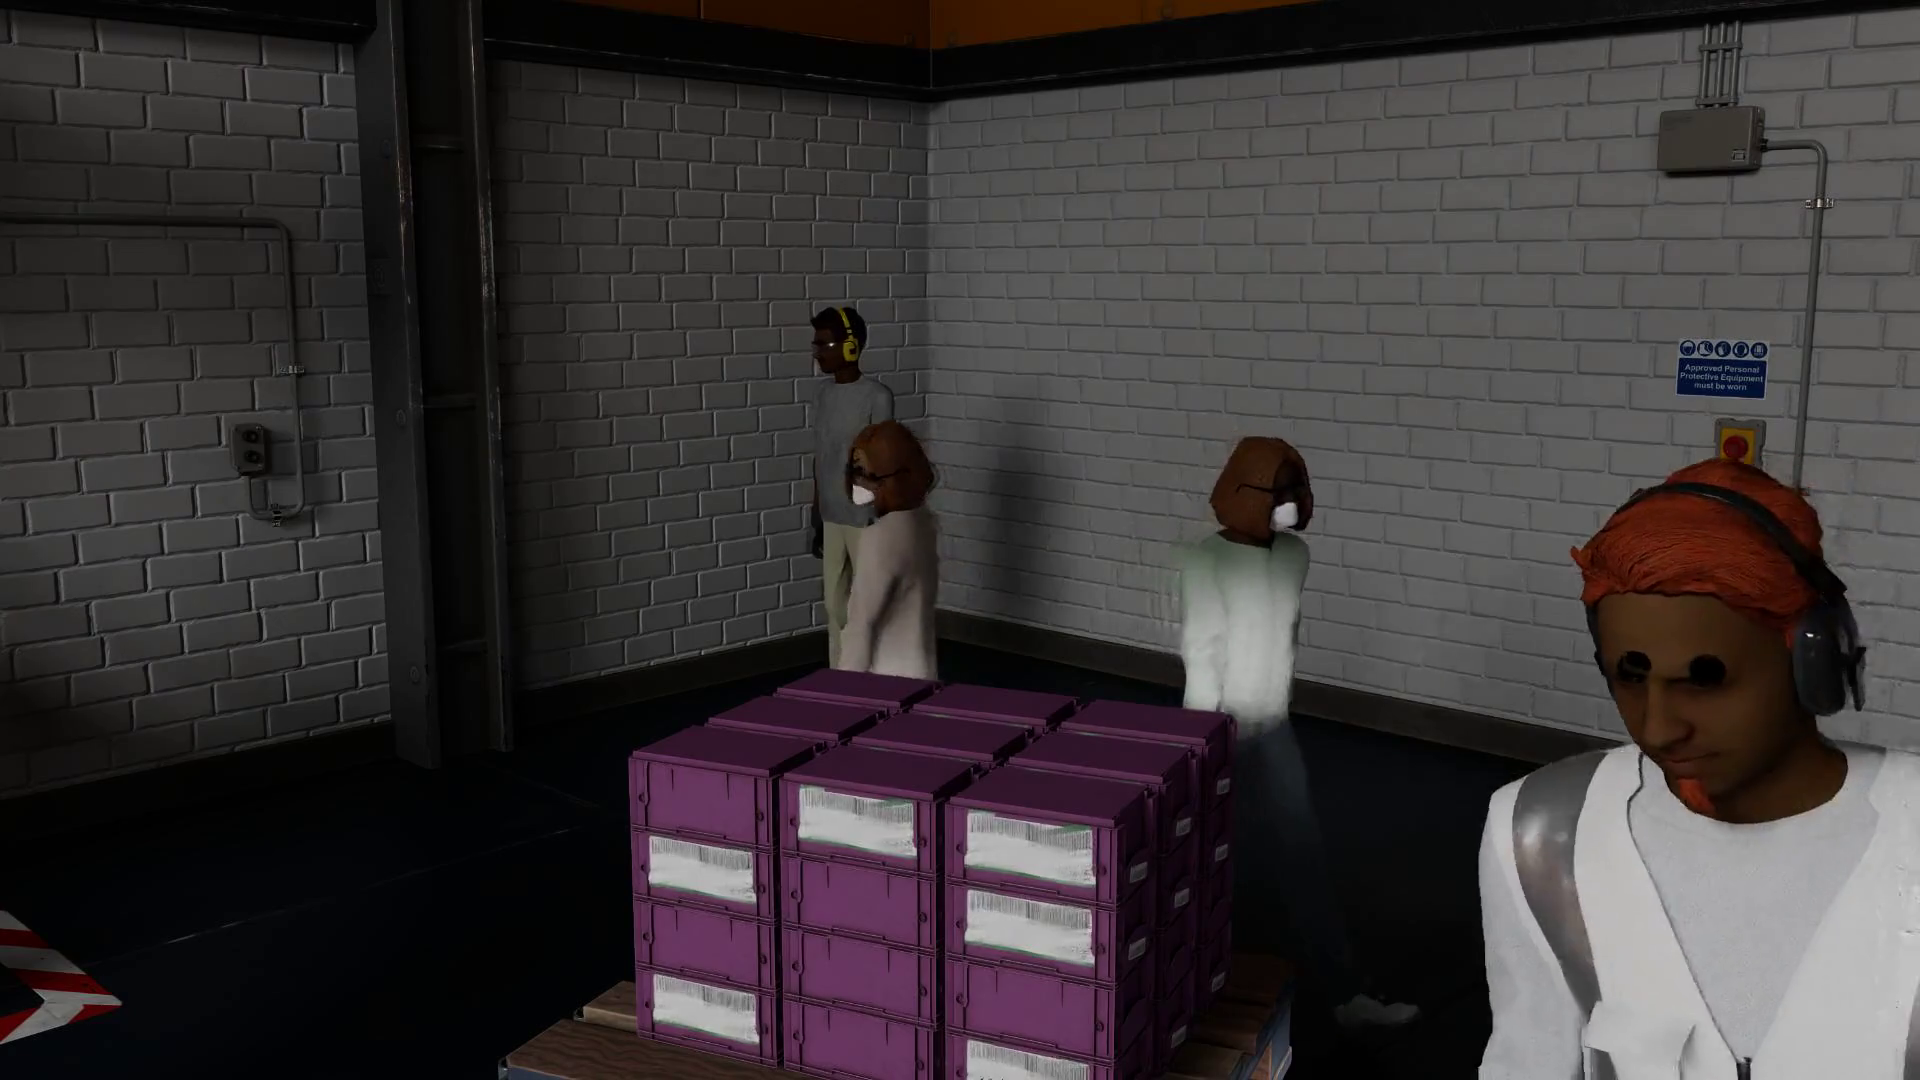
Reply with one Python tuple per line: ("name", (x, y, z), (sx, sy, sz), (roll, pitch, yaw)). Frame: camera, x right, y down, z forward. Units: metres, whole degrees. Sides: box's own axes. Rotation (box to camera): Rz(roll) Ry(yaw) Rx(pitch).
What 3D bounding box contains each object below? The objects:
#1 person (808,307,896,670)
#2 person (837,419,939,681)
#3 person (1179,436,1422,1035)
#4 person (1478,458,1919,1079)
("person", (-0.477, -0.065, 7.156), (0.332, 1.864, 0.514), (-9, 13, -44))
("person", (-0.176, 0.440, 4.859), (0.686, 1.605, 0.500), (2, 9, 12))
("person", (0.794, 0.527, 4.366), (0.506, 1.583, 0.859), (-7, 12, -37))
("person", (0.825, 0.836, 1.656), (0.644, 1.855, 0.541), (8, 12, 41))
